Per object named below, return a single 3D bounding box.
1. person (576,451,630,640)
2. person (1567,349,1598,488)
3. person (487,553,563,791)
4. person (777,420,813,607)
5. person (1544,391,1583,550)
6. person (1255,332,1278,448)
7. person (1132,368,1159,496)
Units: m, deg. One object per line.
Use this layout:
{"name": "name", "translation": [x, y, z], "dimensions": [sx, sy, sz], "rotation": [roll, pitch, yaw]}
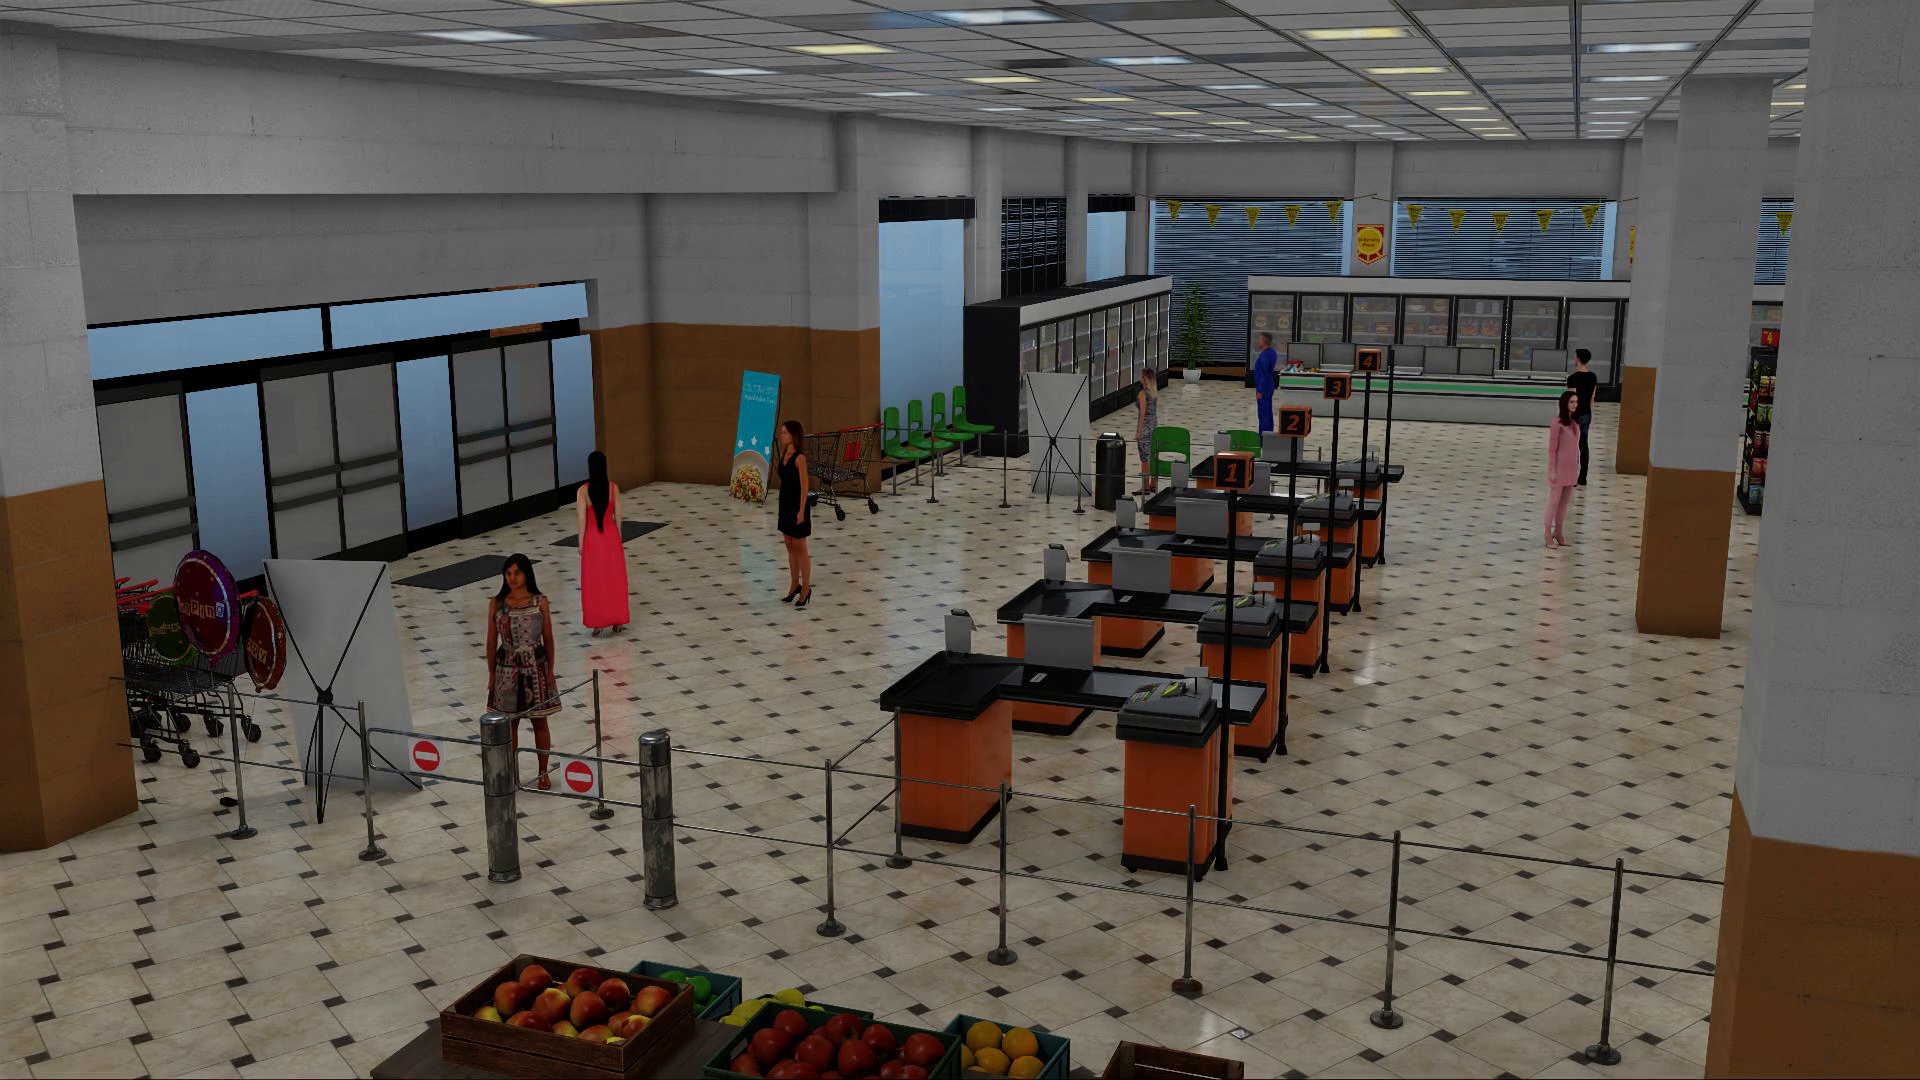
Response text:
{"name": "person", "translation": [-3.274, 0.036, 15.183], "dimensions": [0.712, 1.727, 0.752], "rotation": [-7, 14, -32]}
{"name": "person", "translation": [8.561, -1.697, 23.001], "dimensions": [0.761, 1.897, 0.814], "rotation": [-6, 13, -26]}
{"name": "person", "translation": [-2.970, 0.893, 11.315], "dimensions": [0.639, 1.645, 0.784], "rotation": [-2, 12, -7]}
{"name": "person", "translation": [-1.628, -0.261, 16.336], "dimensions": [0.730, 1.834, 0.639], "rotation": [-9, 15, -35]}
{"name": "person", "translation": [6.894, -0.812, 19.029], "dimensions": [0.693, 1.802, 0.721], "rotation": [-7, 14, -32]}
{"name": "person", "translation": [4.875, -2.406, 26.534], "dimensions": [0.549, 1.829, 0.723], "rotation": [5, 13, 23]}
{"name": "person", "translation": [2.532, -1.467, 22.373], "dimensions": [0.590, 1.705, 0.620], "rotation": [9, 15, 37]}
